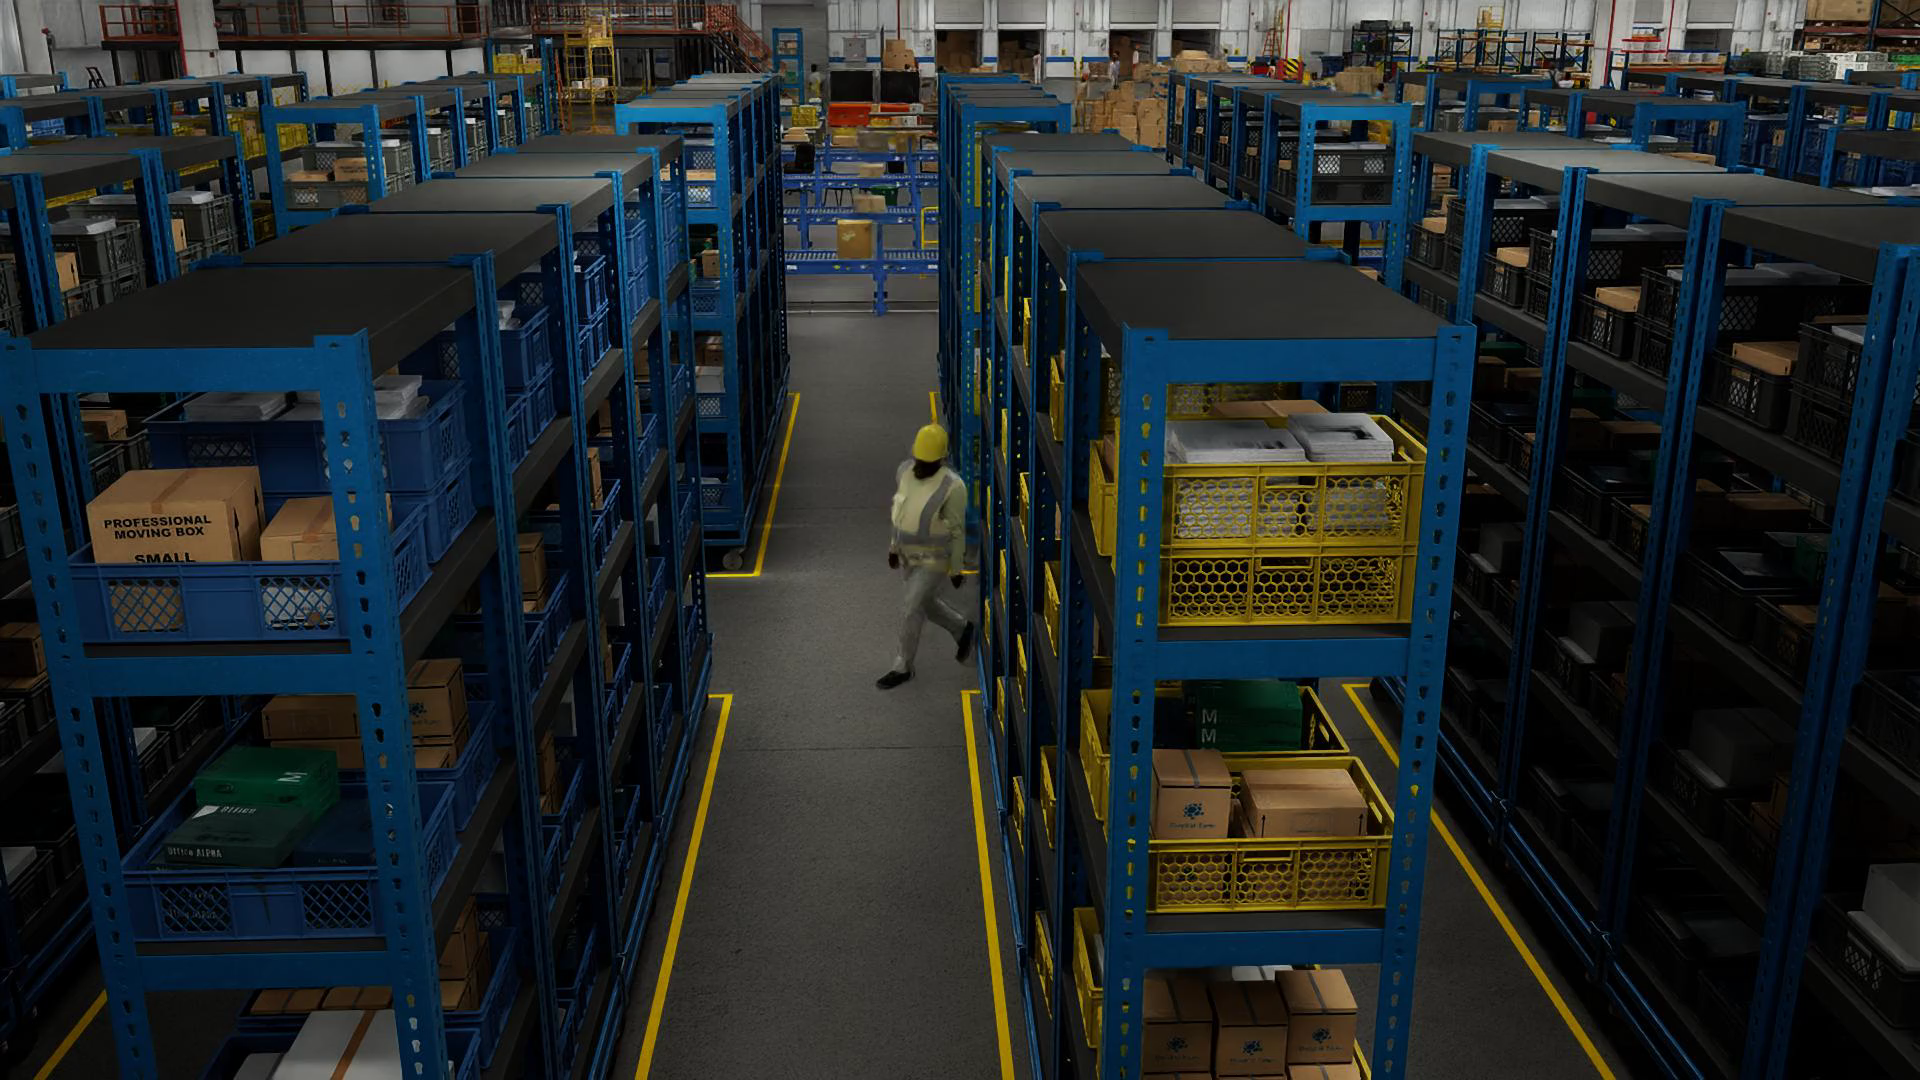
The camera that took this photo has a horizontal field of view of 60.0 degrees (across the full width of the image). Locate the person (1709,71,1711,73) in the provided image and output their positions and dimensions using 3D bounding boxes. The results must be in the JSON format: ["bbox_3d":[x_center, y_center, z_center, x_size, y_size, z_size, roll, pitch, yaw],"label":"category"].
[{"bbox_3d":[31.094,-18.701,69.186,0.523,1.593,0.862,4,18,12],"label":"person"}]

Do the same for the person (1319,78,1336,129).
[{"bbox_3d":[12.912,-15.356,58.547,0.598,1.781,0.902,-4,18,-11],"label":"person"}]

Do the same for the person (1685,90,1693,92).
[{"bbox_3d":[30.492,-19.012,69.794,0.593,1.826,1.007,1,18,4],"label":"person"}]

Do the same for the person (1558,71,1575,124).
[{"bbox_3d":[21.975,-16.014,60.359,0.597,1.916,0.372,10,21,29],"label":"person"}]

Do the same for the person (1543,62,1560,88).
[{"bbox_3d":[23.983,-18.433,67.650,0.688,2.000,1.002,1,18,3],"label":"person"}]

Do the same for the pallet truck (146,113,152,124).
[{"bbox_3d":[-18.087,-8.309,36.390,1.885,1.965,0.823,-1,18,-4],"label":"pallet truck"}]

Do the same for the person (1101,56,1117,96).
[{"bbox_3d":[7.029,-21.733,78.075,0.668,1.911,0.672,3,18,9],"label":"person"}]

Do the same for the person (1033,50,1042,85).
[{"bbox_3d":[4.163,-25.729,90.544,0.429,1.845,0.621,14,23,37],"label":"person"}]

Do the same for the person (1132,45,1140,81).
[{"bbox_3d":[10.060,-27.244,94.989,0.381,1.991,0.625,-6,19,-19],"label":"person"}]

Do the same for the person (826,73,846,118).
[{"bbox_3d":[-4.837,-17.183,64.300,0.928,1.716,0.541,1,18,3],"label":"person"}]

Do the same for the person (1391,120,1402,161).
[{"bbox_3d":[12.453,-11.589,47.153,0.506,1.614,0.640,-1,18,-2],"label":"person"}]

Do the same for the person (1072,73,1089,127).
[{"bbox_3d":[4.371,-15.857,59.953,0.659,1.887,0.393,4,18,12],"label":"person"}]

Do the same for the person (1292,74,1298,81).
[{"bbox_3d":[11.801,-15.467,58.711,0.563,1.886,0.977,11,21,30],"label":"person"}]

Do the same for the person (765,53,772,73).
[{"bbox_3d":[-9.798,-24.158,85.660,0.746,1.865,0.587,0,18,0],"label":"person"}]

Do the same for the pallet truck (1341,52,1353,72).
[{"bbox_3d":[18.794,-23.123,82.231,0.823,1.965,1.885,-13,22,-35],"label":"pallet truck"}]

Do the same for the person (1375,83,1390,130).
[{"bbox_3d":[14.449,-14.891,57.320,0.909,1.637,0.536,-1,18,-4],"label":"person"}]

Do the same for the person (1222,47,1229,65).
[{"bbox_3d":[15.114,-27.145,94.827,0.417,1.912,0.588,-3,18,-9],"label":"person"}]

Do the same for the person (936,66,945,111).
[{"bbox_3d":[-0.788,-18.545,68.337,0.512,1.837,0.878,3,18,8],"label":"person"}]

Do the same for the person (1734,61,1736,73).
[{"bbox_3d":[34.495,-20.592,74.563,0.797,1.900,0.596,-4,18,-11],"label":"person"}]

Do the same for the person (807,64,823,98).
[{"bbox_3d":[-5.931,-18.358,67.623,1.021,1.908,0.633,12,22,33],"label":"person"}]

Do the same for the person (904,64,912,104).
[{"bbox_3d":[-2.199,-19.140,70.152,0.346,1.845,0.505,9,20,26],"label":"person"}]

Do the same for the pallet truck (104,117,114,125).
[{"bbox_3d":[-18.367,-7.885,35.078,1.885,1.965,0.823,1,18,2],"label":"pallet truck"}]

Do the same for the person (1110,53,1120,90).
[{"bbox_3d":[7.639,-23.057,82.148,0.569,1.920,0.530,17,24,42],"label":"person"}]

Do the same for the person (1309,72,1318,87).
[{"bbox_3d":[13.166,-16.356,61.553,0.915,1.829,0.559,3,18,9],"label":"person"}]

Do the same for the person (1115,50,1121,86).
[{"bbox_3d":[8.464,-25.469,89.742,0.429,1.842,0.637,2,18,7],"label":"person"}]

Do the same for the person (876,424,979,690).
[{"bbox_3d":[-0.175,0.077,10.782,0.778,1.787,0.604,-13,22,-35],"label":"person"}]

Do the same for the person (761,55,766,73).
[{"bbox_3d":[-10.177,-24.419,86.687,0.493,1.720,0.512,-15,23,-38],"label":"person"}]

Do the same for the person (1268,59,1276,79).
[{"bbox_3d":[15.068,-22.383,80.439,0.321,1.690,0.533,13,22,36],"label":"person"}]

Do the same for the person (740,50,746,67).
[{"bbox_3d":[-11.270,-24.519,86.633,0.387,1.947,0.604,1,18,4],"label":"person"}]

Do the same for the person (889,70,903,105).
[{"bbox_3d":[-2.370,-16.375,61.481,0.597,1.915,0.370,12,21,33],"label":"person"}]

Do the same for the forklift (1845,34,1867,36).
[{"bbox_3d":[44.081,-23.568,82.196,1.129,2.768,1.873,-1,18,-2],"label":"forklift"}]
